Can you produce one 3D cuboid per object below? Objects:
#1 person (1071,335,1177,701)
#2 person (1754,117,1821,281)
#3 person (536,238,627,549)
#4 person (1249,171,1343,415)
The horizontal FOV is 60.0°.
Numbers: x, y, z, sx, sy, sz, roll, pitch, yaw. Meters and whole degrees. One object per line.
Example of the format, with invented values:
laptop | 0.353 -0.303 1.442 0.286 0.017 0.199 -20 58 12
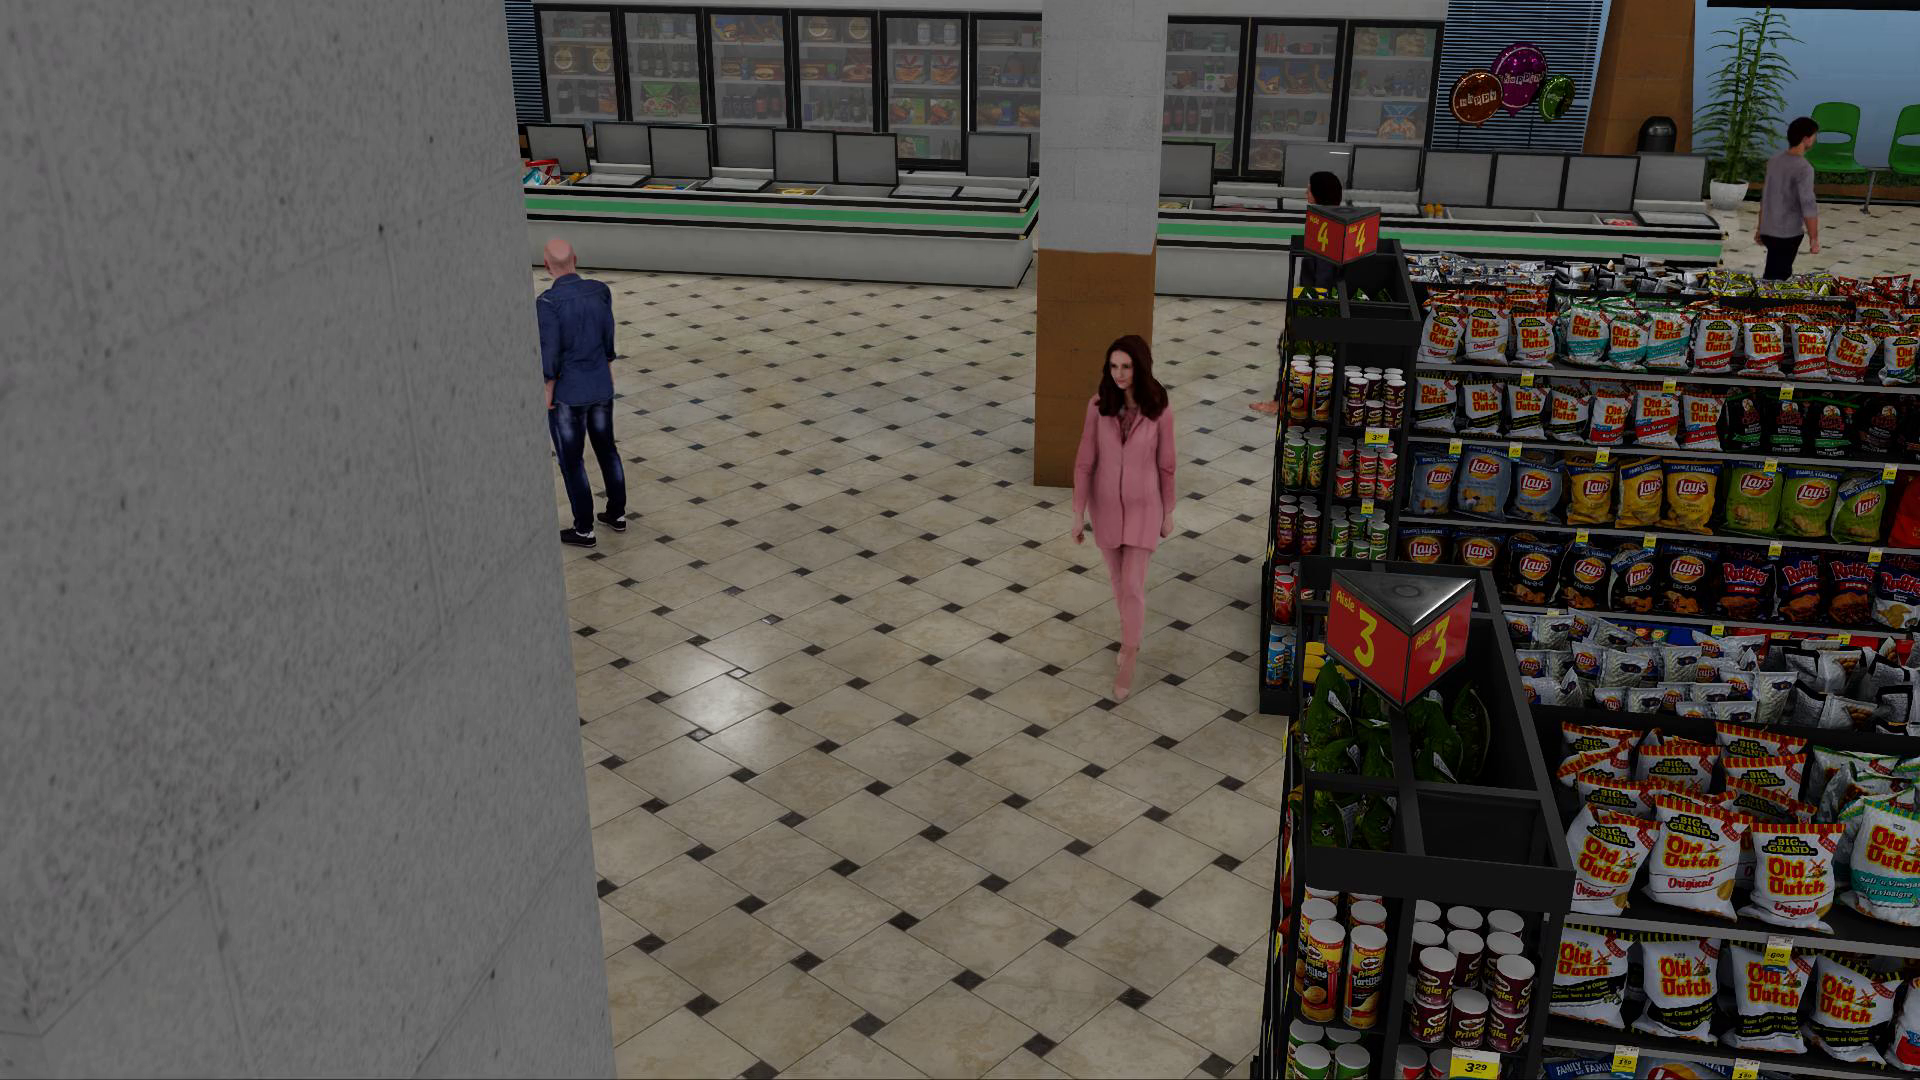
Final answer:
person | 0.830 -0.165 8.182 0.872 1.770 0.773 9 25 19
person | 6.495 -2.441 13.310 0.838 1.828 0.774 -1 24 -3
person | -2.222 -0.859 9.700 0.766 1.824 0.796 17 29 33
person | 2.607 -1.706 11.735 0.890 1.745 0.679 7 25 16
